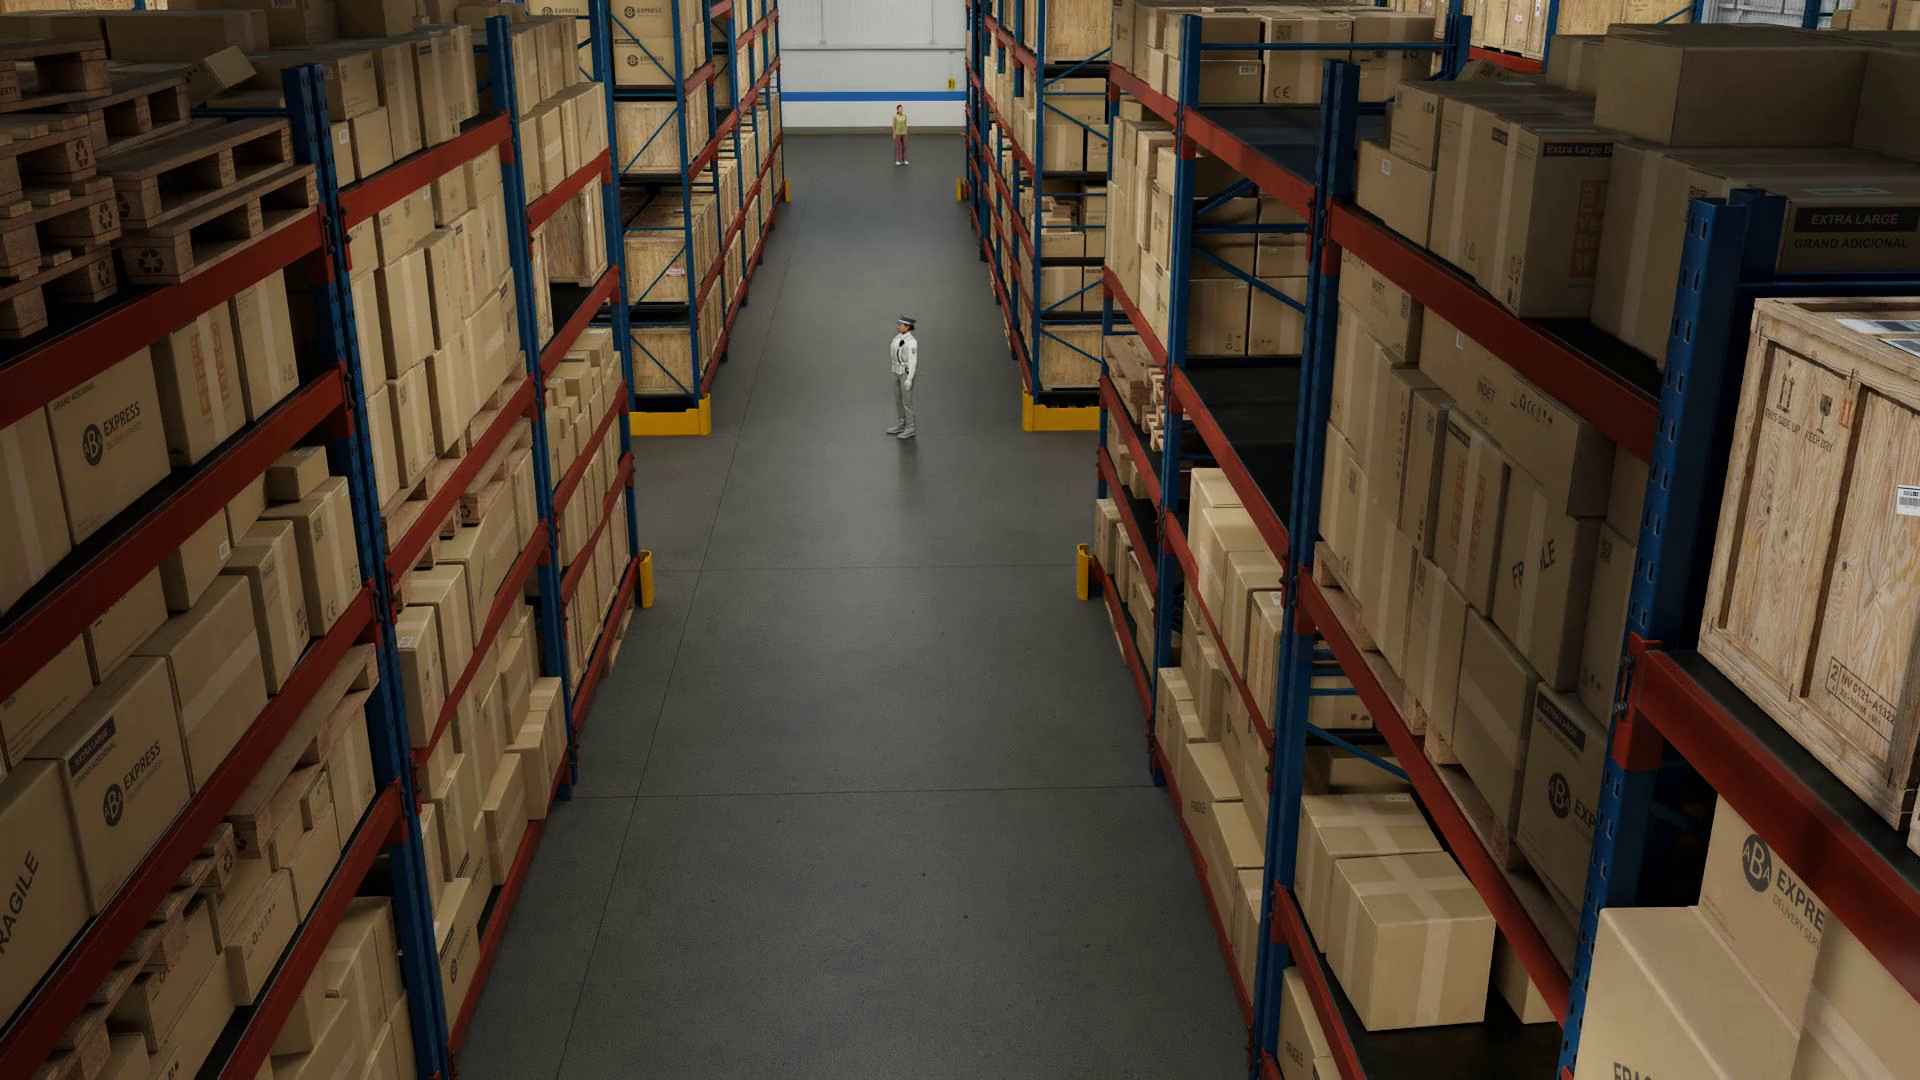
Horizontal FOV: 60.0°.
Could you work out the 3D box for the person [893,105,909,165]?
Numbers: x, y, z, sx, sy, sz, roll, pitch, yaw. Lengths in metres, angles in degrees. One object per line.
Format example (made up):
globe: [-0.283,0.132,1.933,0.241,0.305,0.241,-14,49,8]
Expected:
person: [-1.701,-11.694,47.966,0.435,1.672,0.392,-8,22,-21]

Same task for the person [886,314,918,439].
person: [-0.769,-2.247,22.630,0.370,1.693,0.455,-12,23,-28]
